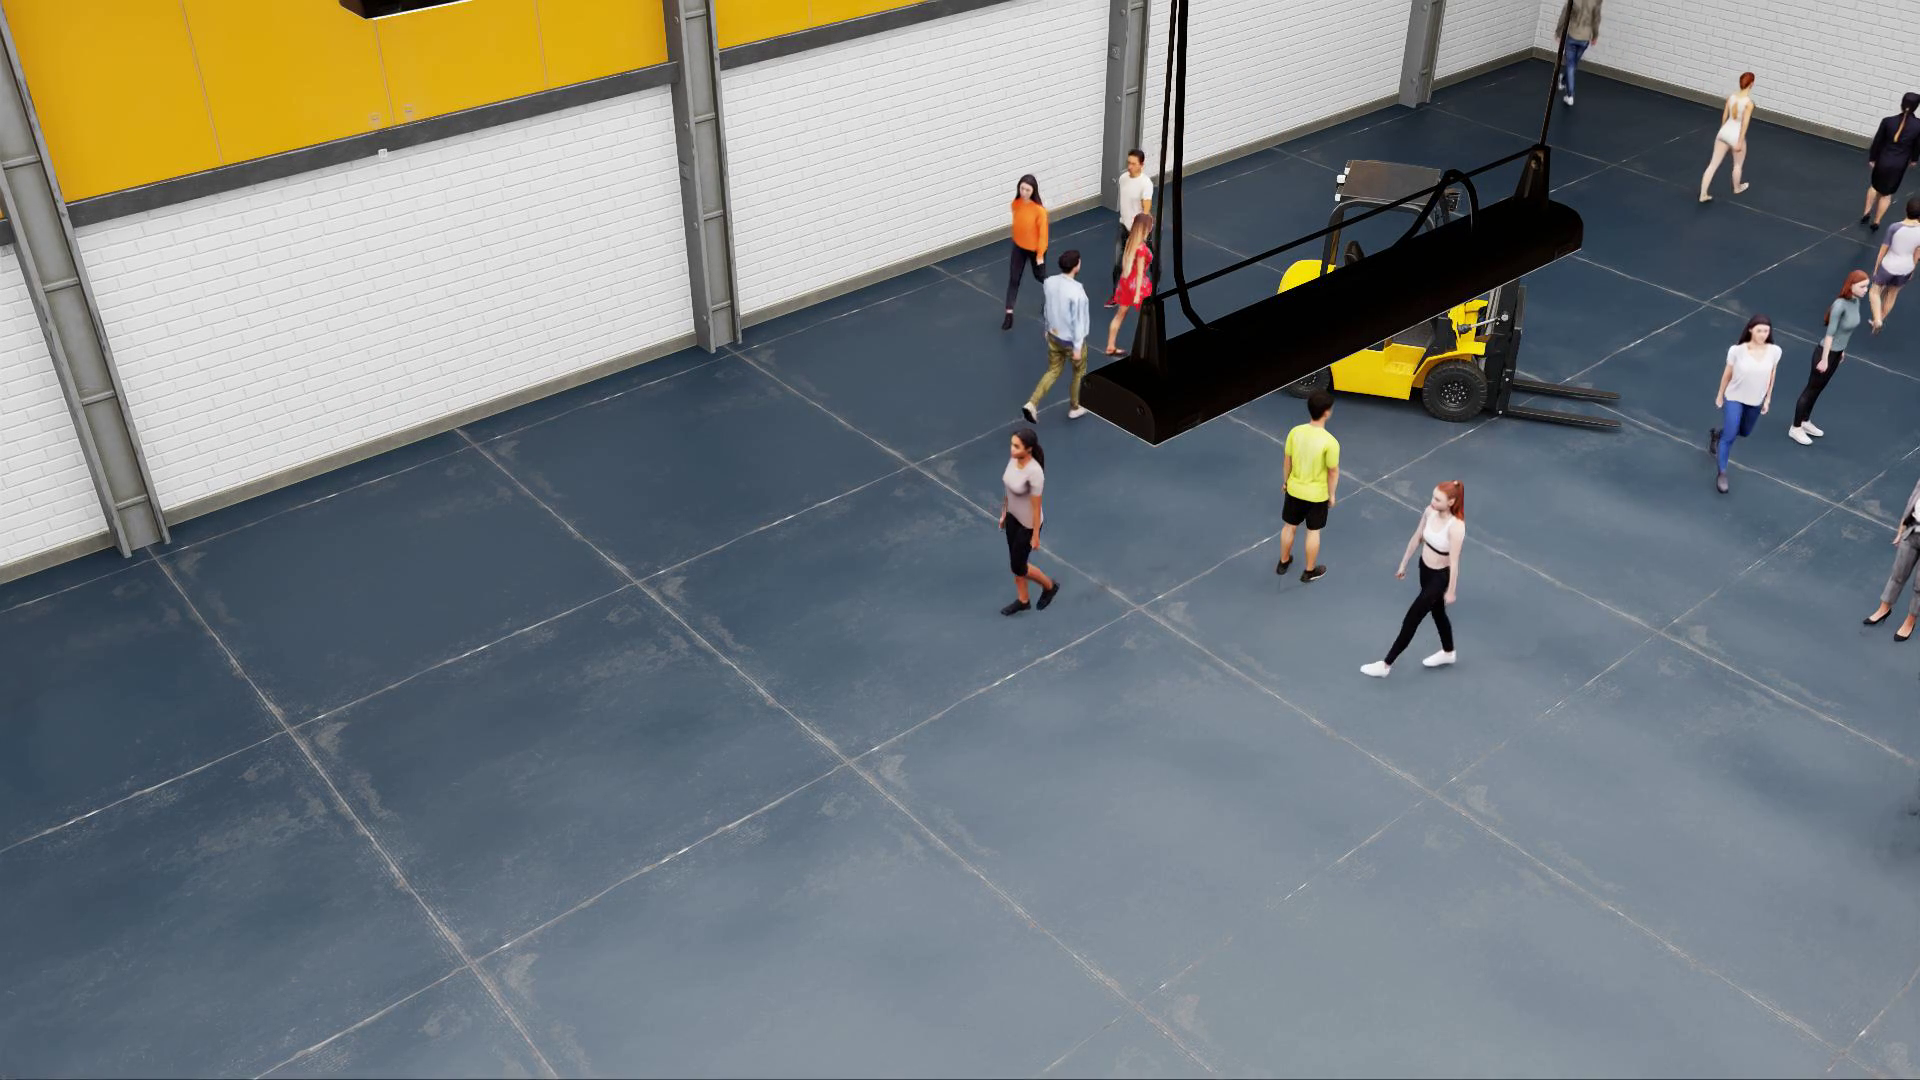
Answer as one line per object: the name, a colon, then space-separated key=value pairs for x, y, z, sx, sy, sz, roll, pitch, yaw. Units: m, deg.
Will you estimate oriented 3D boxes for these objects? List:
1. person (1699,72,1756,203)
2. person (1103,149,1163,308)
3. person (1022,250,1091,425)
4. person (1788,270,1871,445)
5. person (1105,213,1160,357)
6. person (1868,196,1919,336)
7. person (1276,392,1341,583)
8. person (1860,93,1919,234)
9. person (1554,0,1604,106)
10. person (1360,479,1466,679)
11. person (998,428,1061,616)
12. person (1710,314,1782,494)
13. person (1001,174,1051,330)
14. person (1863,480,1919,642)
person: x=9.514 y=-4.954 z=20.633 sx=1.013 sy=1.610 sz=0.639 roll=-20 pitch=38 yaw=-27
person: x=1.992 y=-3.442 z=18.226 sx=0.748 sy=1.757 sz=1.200 roll=27 pitch=42 yaw=34
person: x=0.946 y=-1.899 z=15.876 sx=1.049 sy=1.788 sz=0.671 roll=-24 pitch=41 yaw=-32
person: x=8.202 y=-1.742 z=15.682 sx=0.445 sy=1.742 sz=0.639 roll=-24 pitch=41 yaw=-32
person: x=1.708 y=-2.588 z=17.117 sx=1.014 sy=1.563 sz=0.777 roll=-12 pitch=35 yaw=-17
person: x=9.883 y=-2.863 z=17.545 sx=0.829 sy=1.546 sz=0.920 roll=7 pitch=34 yaw=10
person: x=2.882 y=-0.439 z=13.753 sx=0.669 sy=1.706 sz=0.592 roll=22 pitch=40 yaw=30
person: x=11.114 y=-4.459 z=19.846 sx=0.810 sy=1.658 sz=0.814 roll=17 pitch=37 yaw=24
person: x=8.810 y=-7.113 z=23.695 sx=1.200 sy=1.817 sz=1.220 roll=0 pitch=34 yaw=0
person: x=3.688 y=0.293 z=12.654 sx=1.182 sy=1.706 sz=0.912 roll=-10 pitch=35 yaw=-14
person: x=0.585 y=-0.156 z=13.304 sx=0.791 sy=1.733 sz=0.704 roll=-15 pitch=36 yaw=-21
person: x=7.065 y=-1.287 z=15.069 sx=1.016 sy=1.663 sz=1.059 roll=2 pitch=34 yaw=3
person: x=0.797 y=-3.120 z=17.791 sx=0.833 sy=1.701 sz=1.211 roll=26 pitch=41 yaw=33
person: x=7.577 y=0.040 z=13.064 sx=0.635 sy=1.673 sz=0.660 roll=-16 pitch=37 yaw=-23
